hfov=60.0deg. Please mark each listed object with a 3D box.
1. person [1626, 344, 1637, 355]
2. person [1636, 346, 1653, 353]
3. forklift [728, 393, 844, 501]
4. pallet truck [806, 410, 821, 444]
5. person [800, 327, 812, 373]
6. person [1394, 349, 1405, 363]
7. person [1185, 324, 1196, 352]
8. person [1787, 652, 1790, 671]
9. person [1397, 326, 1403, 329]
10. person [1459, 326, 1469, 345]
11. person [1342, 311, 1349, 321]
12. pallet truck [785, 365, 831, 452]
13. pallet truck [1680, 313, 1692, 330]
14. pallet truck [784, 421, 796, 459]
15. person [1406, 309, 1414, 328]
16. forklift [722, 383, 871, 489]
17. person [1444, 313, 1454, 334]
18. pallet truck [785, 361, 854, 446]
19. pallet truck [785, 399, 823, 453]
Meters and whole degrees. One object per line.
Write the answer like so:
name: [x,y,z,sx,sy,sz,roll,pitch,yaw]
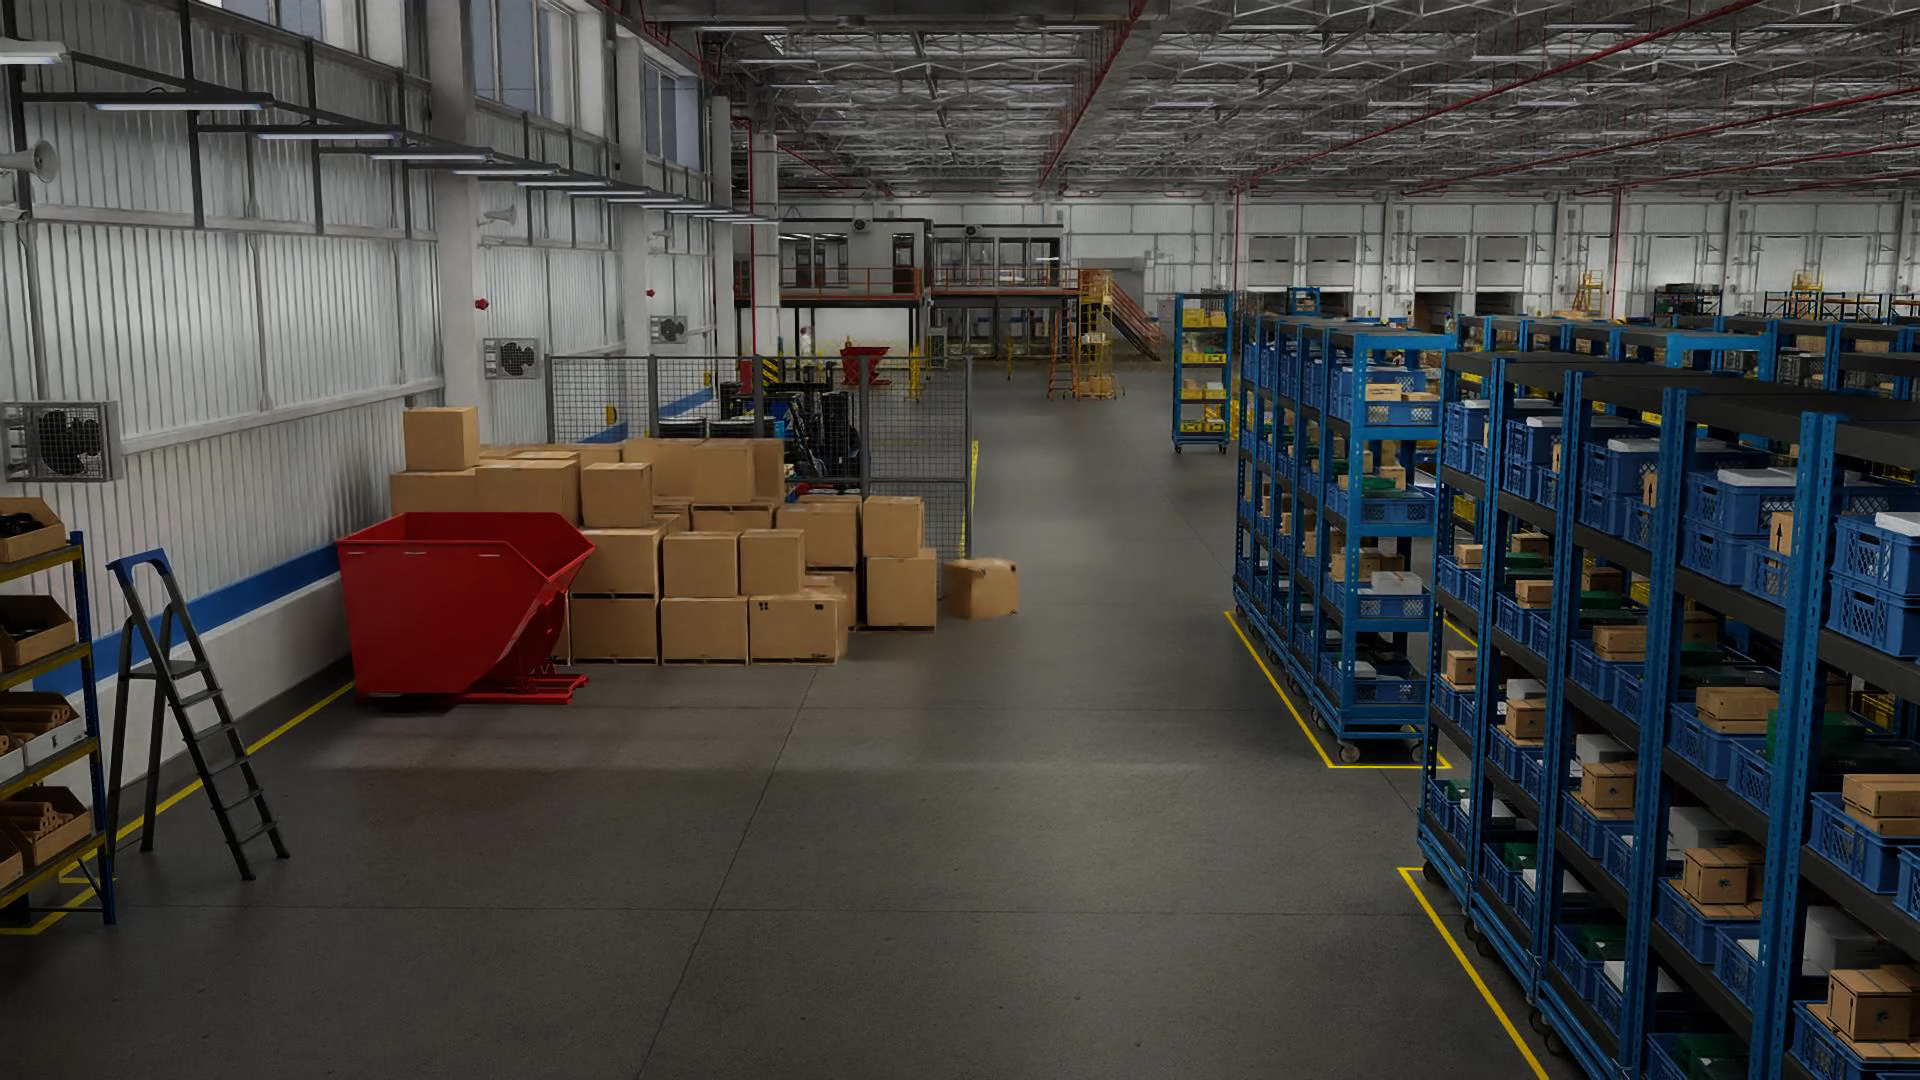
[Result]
person: [24.189,-6.537,60.103,0.687,1.837,0.552,-8,12,-41]
person: [24.437,-6.526,59.405,0.689,2.000,0.539,0,9,-2]
forklift: [-2.979,-1.316,26.476,2.680,1.987,1.157,0,9,1]
pallet truck: [-3.559,-2.018,33.905,1.522,1.261,0.704,0,9,-1]
person: [-6.184,-7.626,66.731,0.579,1.868,0.574,1,9,7]
person: [13.559,-5.078,51.318,0.308,1.769,0.525,-3,10,-16]
person: [10.805,-9.393,77.858,0.634,1.801,0.957,-3,10,-16]
person: [6.894,1.100,13.177,1.029,1.771,0.633,-9,13,-43]
person: [16.352,-6.948,62.001,0.375,2.043,0.611,1,9,5]
person: [23.405,-9.381,77.325,1.024,1.939,0.624,-4,10,-22]
person: [21.292,-11.750,92.099,0.973,1.900,0.556,6,11,35]
pallet truck: [-3.774,-2.976,37.635,1.885,1.965,0.823,1,9,5]
pallet truck: [36.315,-10.531,84.244,0.823,1.965,1.885,-6,11,-33]
pallet truck: [-4.013,-1.793,32.705,1.601,1.201,0.680,0,9,1]
person: [25.636,-12.205,94.821,0.393,1.921,0.586,8,12,41]
forklift: [-2.893,-1.687,28.729,2.680,1.987,1.157,0,9,-1]
person: [25.230,-10.778,85.969,0.418,1.940,0.600,-5,11,-29]
pallet truck: [-3.410,-3.193,38.978,1.885,1.965,0.823,0,9,-1]
pallet truck: [-3.814,-2.432,36.419,1.630,1.274,0.653,0,9,1]
